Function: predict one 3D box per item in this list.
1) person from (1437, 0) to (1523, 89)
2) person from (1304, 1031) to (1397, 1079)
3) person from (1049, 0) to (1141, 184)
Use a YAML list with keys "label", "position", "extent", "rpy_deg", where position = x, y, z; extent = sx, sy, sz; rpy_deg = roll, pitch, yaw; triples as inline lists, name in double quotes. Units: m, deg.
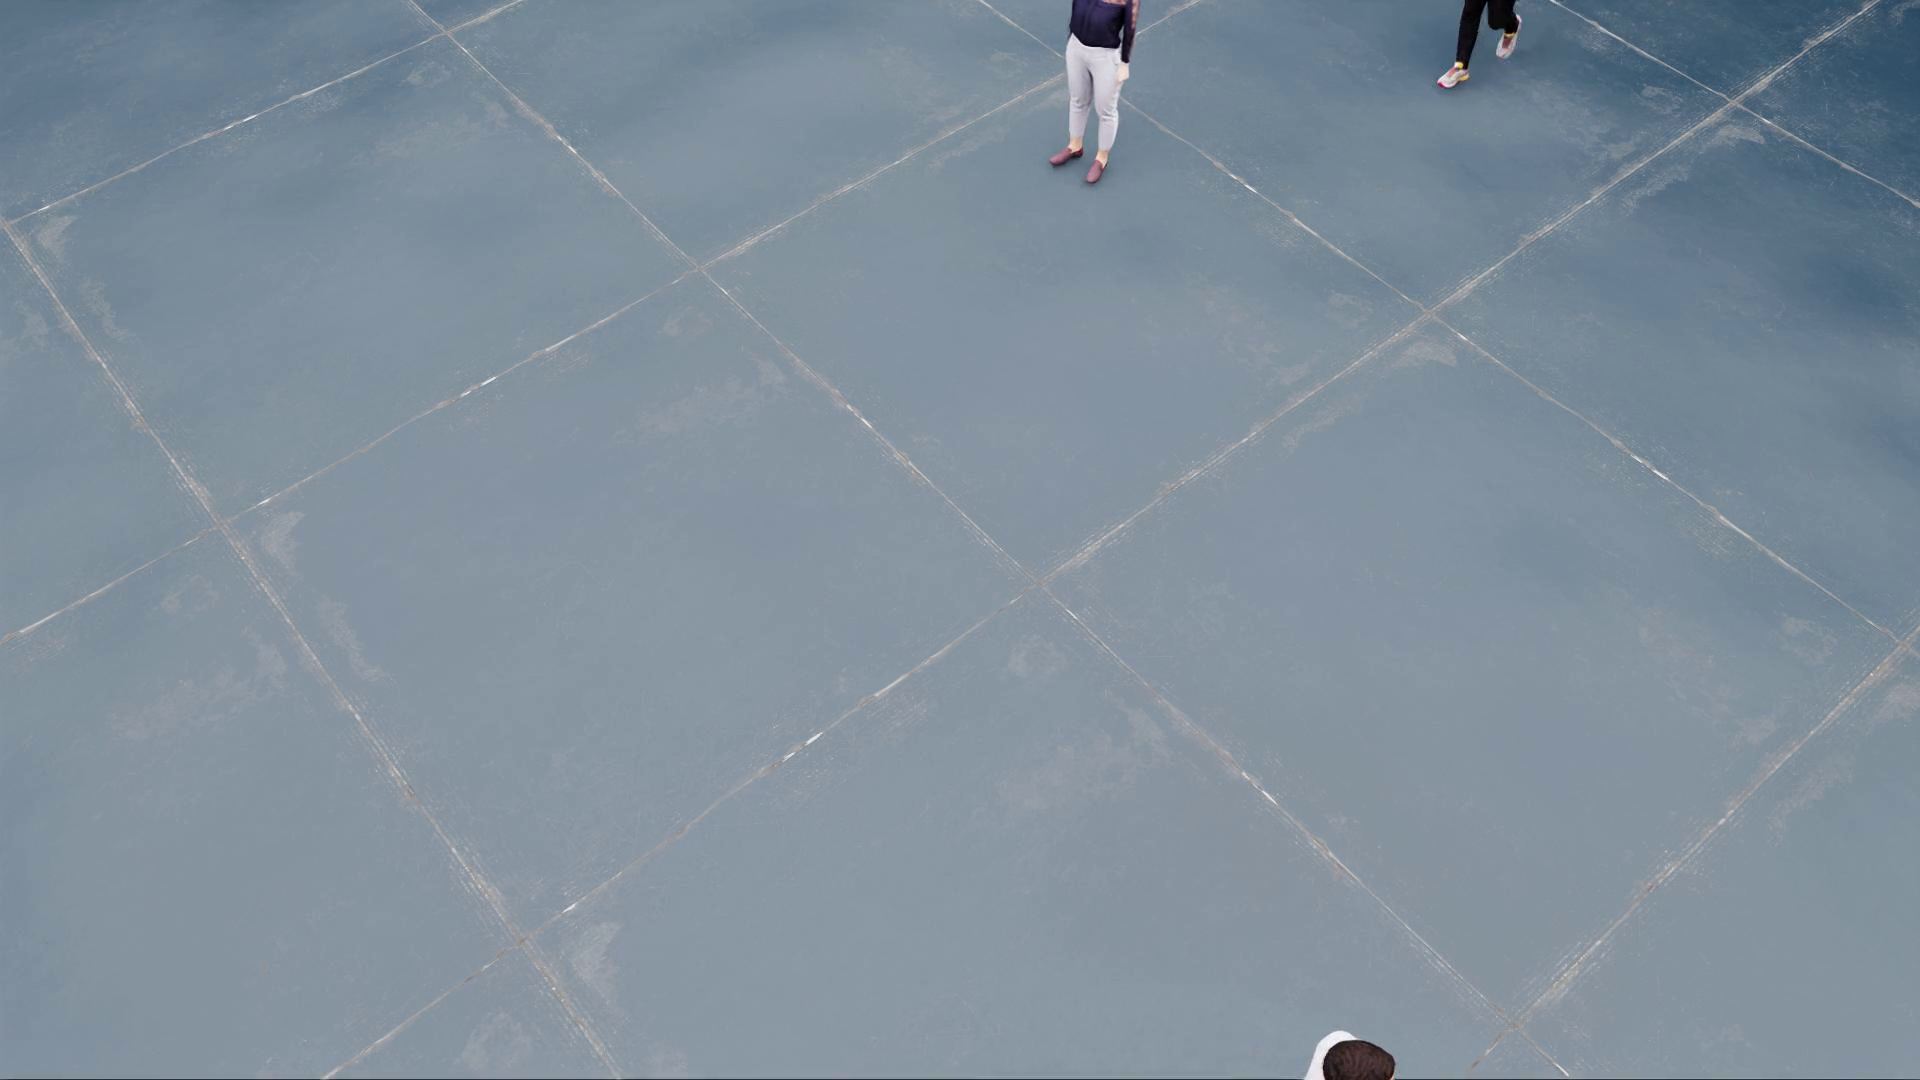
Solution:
- label: "person"
  position: [3.372, -3.604, 10.224]
  extent: [0.884, 1.755, 0.676]
  rpy_deg: [-37, 61, -25]
- label: "person"
  position: [1.207, 2.127, 5.723]
  extent: [0.818, 1.853, 0.724]
  rpy_deg: [9, 53, 7]
- label: "person"
  position: [0.792, -2.814, 9.706]
  extent: [0.627, 1.606, 0.579]
  rpy_deg: [34, 60, 23]
